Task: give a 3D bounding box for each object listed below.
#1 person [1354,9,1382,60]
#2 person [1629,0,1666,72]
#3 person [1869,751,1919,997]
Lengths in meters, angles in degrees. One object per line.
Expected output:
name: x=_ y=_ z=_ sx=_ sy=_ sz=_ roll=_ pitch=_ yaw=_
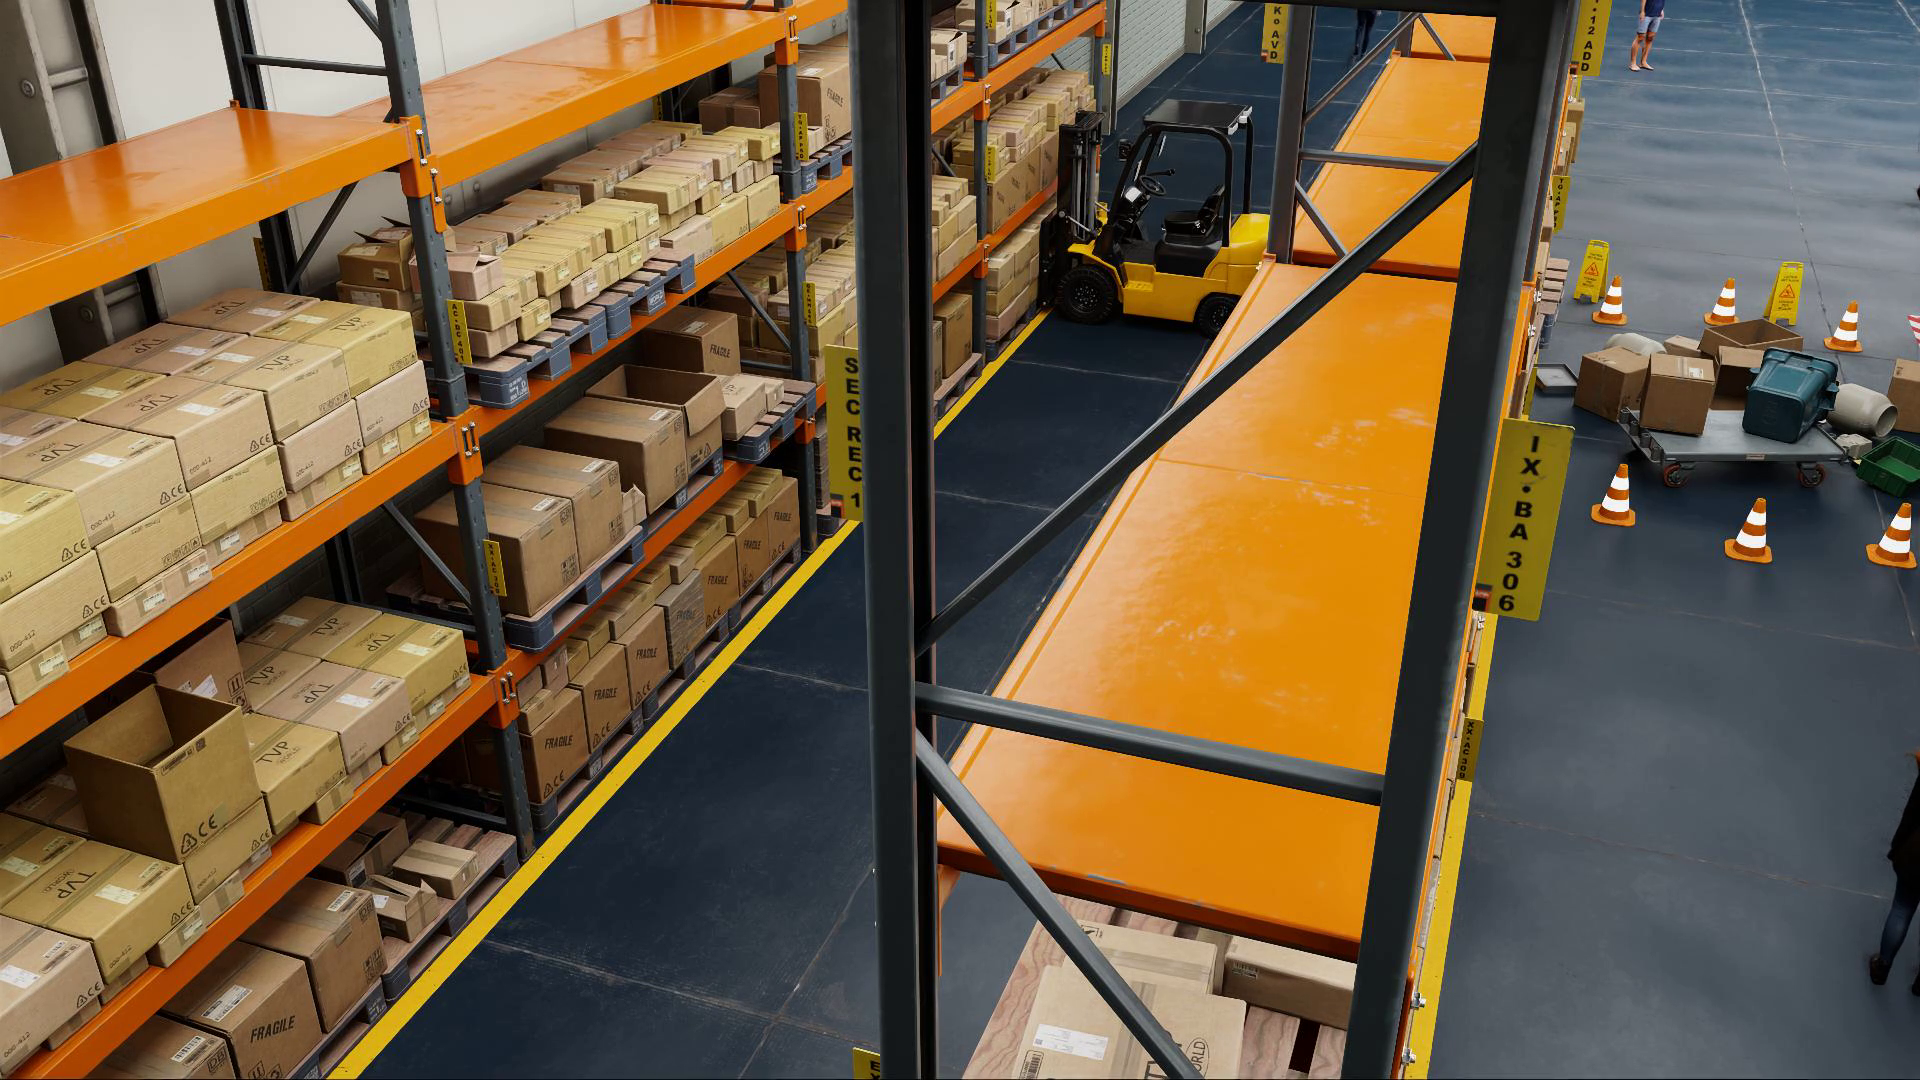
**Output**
person: x=6.956 y=-9.092 z=28.418 sx=0.610 sy=1.712 sz=0.644 roll=12 pitch=30 yaw=22
person: x=11.511 y=-8.799 z=27.723 sx=0.715 sy=1.850 sz=0.754 roll=-9 pitch=29 yaw=-16
person: x=4.964 y=1.605 z=8.417 sx=0.677 sy=1.634 sz=0.670 roll=16 pitch=32 yaw=28
